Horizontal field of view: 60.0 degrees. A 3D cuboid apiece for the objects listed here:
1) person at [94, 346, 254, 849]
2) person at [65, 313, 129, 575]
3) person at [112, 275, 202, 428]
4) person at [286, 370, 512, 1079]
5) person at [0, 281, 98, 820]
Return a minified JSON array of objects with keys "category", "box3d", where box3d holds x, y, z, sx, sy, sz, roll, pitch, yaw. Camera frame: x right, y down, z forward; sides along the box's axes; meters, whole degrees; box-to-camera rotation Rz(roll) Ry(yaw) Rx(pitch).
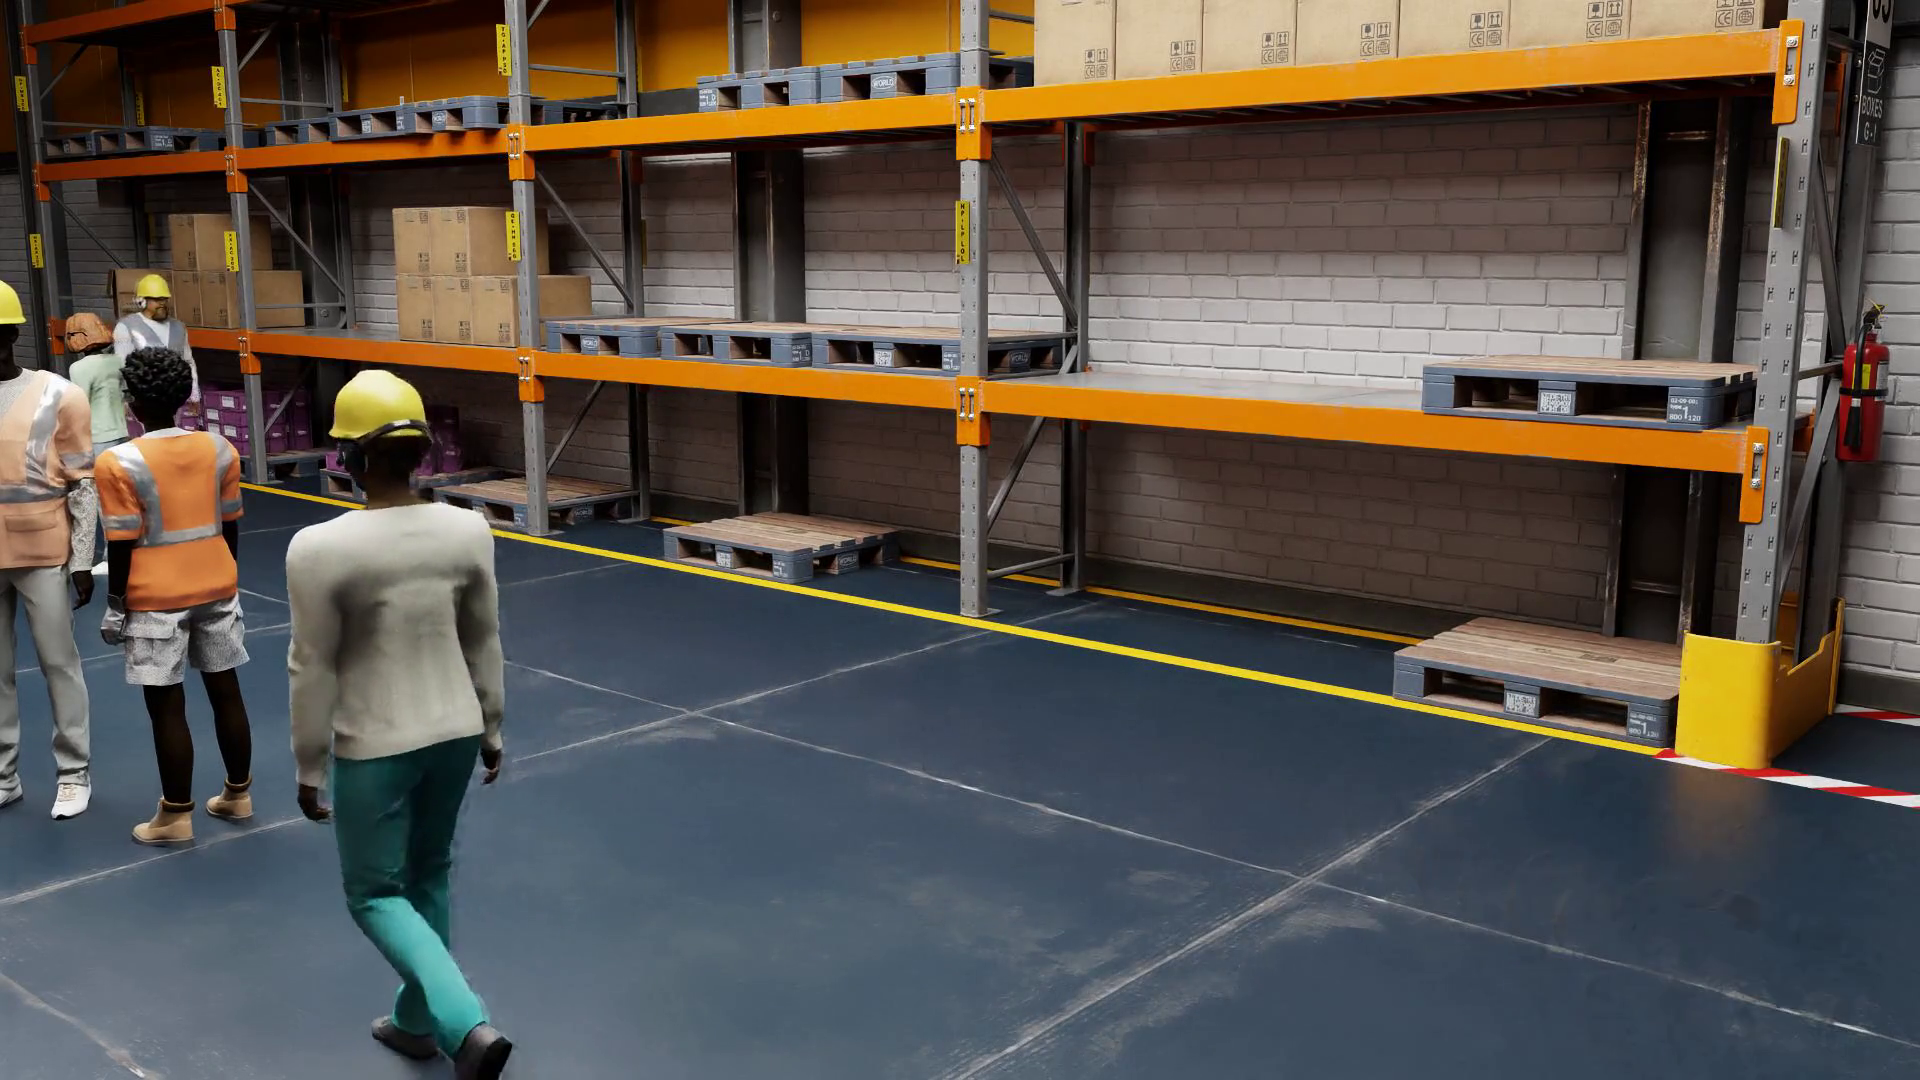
[{"category":"person","box3d":[-2.662,0.195,5.648,0.320,1.698,0.531,5,11,28]},{"category":"person","box3d":[-5.359,-0.599,10.382,0.288,1.626,0.497,0,10,2]},{"category":"person","box3d":[-6.043,-1.104,12.693,0.610,1.815,0.620,5,11,27]},{"category":"person","box3d":[-1.265,0.478,3.901,0.690,1.747,0.530,8,13,39]},{"category":"person","box3d":[-3.349,0.041,5.873,0.588,1.927,0.365,-1,10,-6]}]
